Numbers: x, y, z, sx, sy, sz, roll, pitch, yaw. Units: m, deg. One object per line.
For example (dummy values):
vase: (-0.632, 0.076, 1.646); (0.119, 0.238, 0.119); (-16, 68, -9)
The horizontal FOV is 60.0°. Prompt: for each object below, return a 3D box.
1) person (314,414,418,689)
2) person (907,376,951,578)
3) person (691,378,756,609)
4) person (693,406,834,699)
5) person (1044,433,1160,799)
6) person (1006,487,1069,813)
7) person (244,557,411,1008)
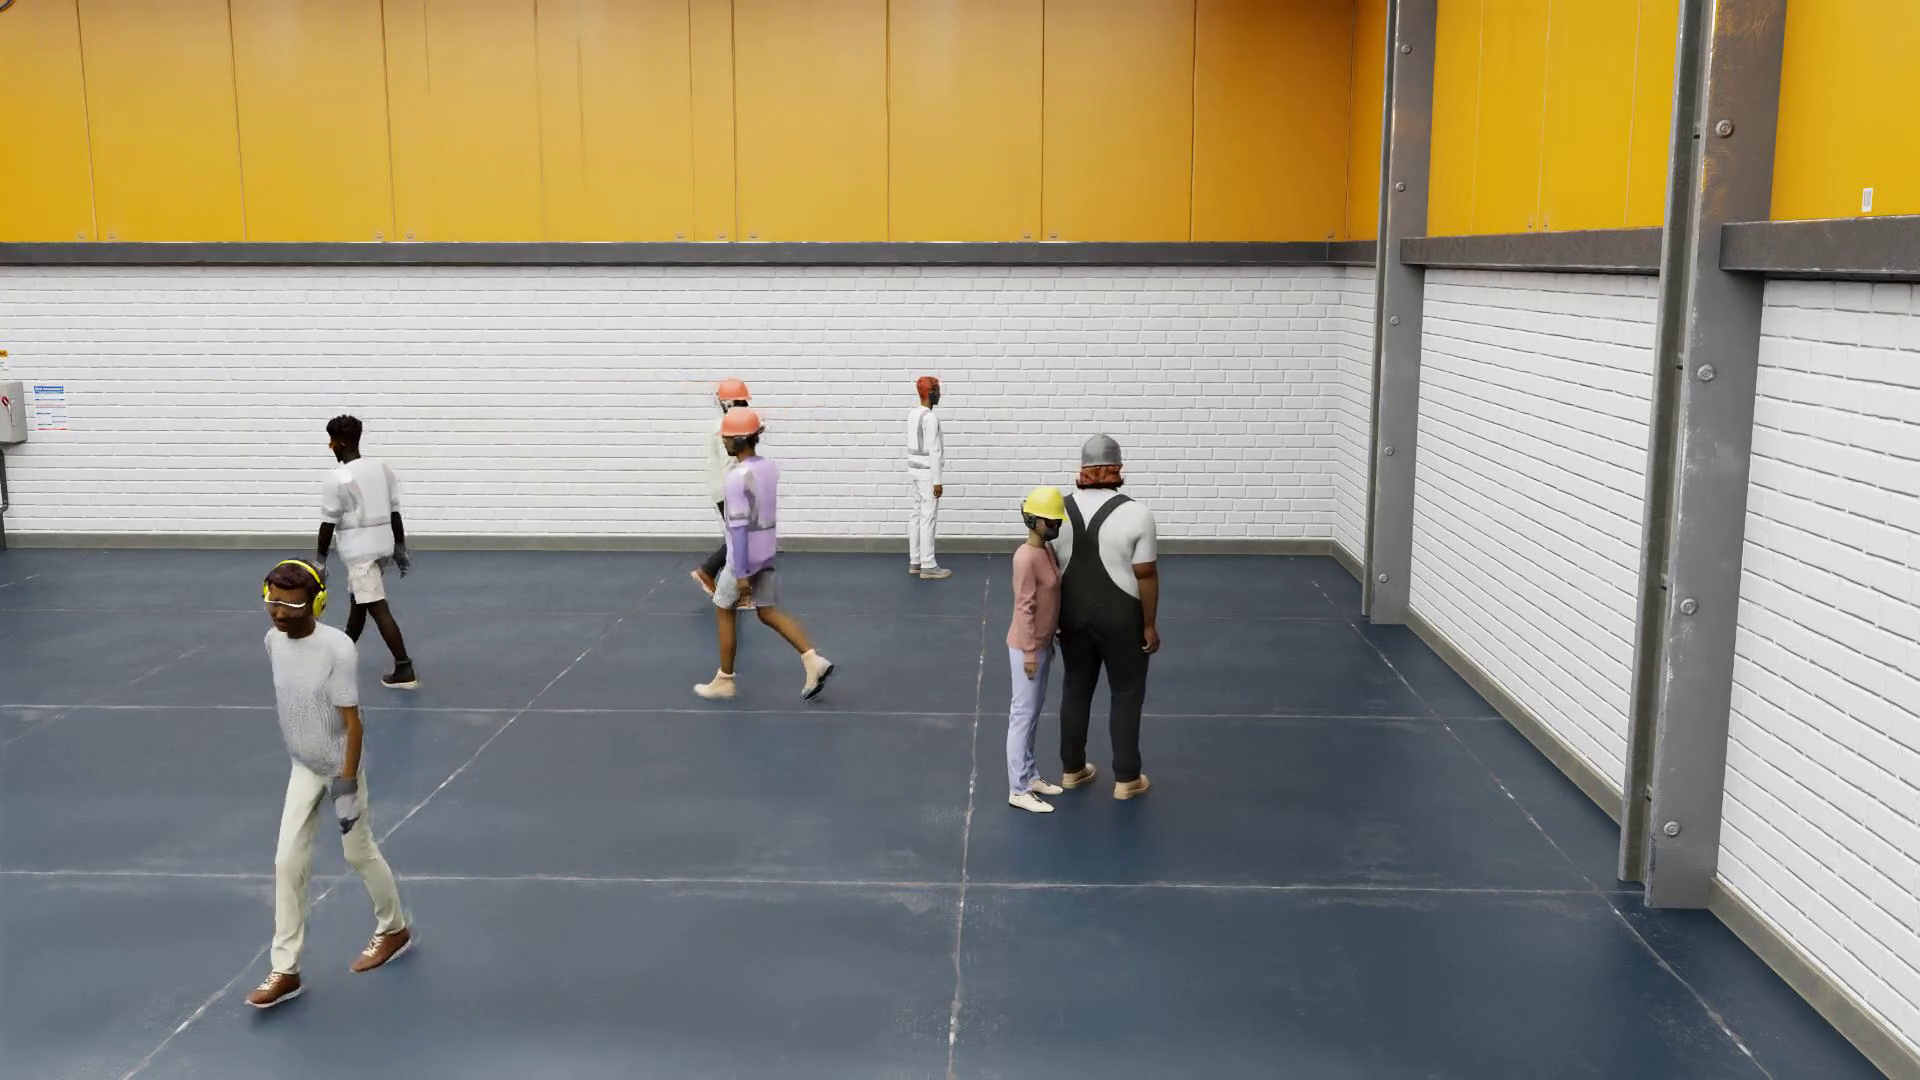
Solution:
person: (-4.207, 0.080, 11.586); (1.013, 1.900, 0.615); (4, 10, 20)
person: (-0.307, -0.589, 15.546); (0.343, 1.882, 0.586); (-4, 11, -23)
person: (-1.970, -0.382, 14.049); (0.534, 1.977, 0.621); (0, 10, 1)
person: (-1.335, 0.108, 11.120); (0.917, 2.013, 0.610); (4, 11, 23)
person: (0.807, 0.405, 9.268); (0.689, 2.000, 0.535); (6, 11, 30)
person: (0.427, 0.583, 9.049); (0.328, 1.762, 0.523); (3, 10, 15)
person: (-2.592, 0.953, 6.708); (0.544, 1.820, 0.918); (4, 11, 23)
